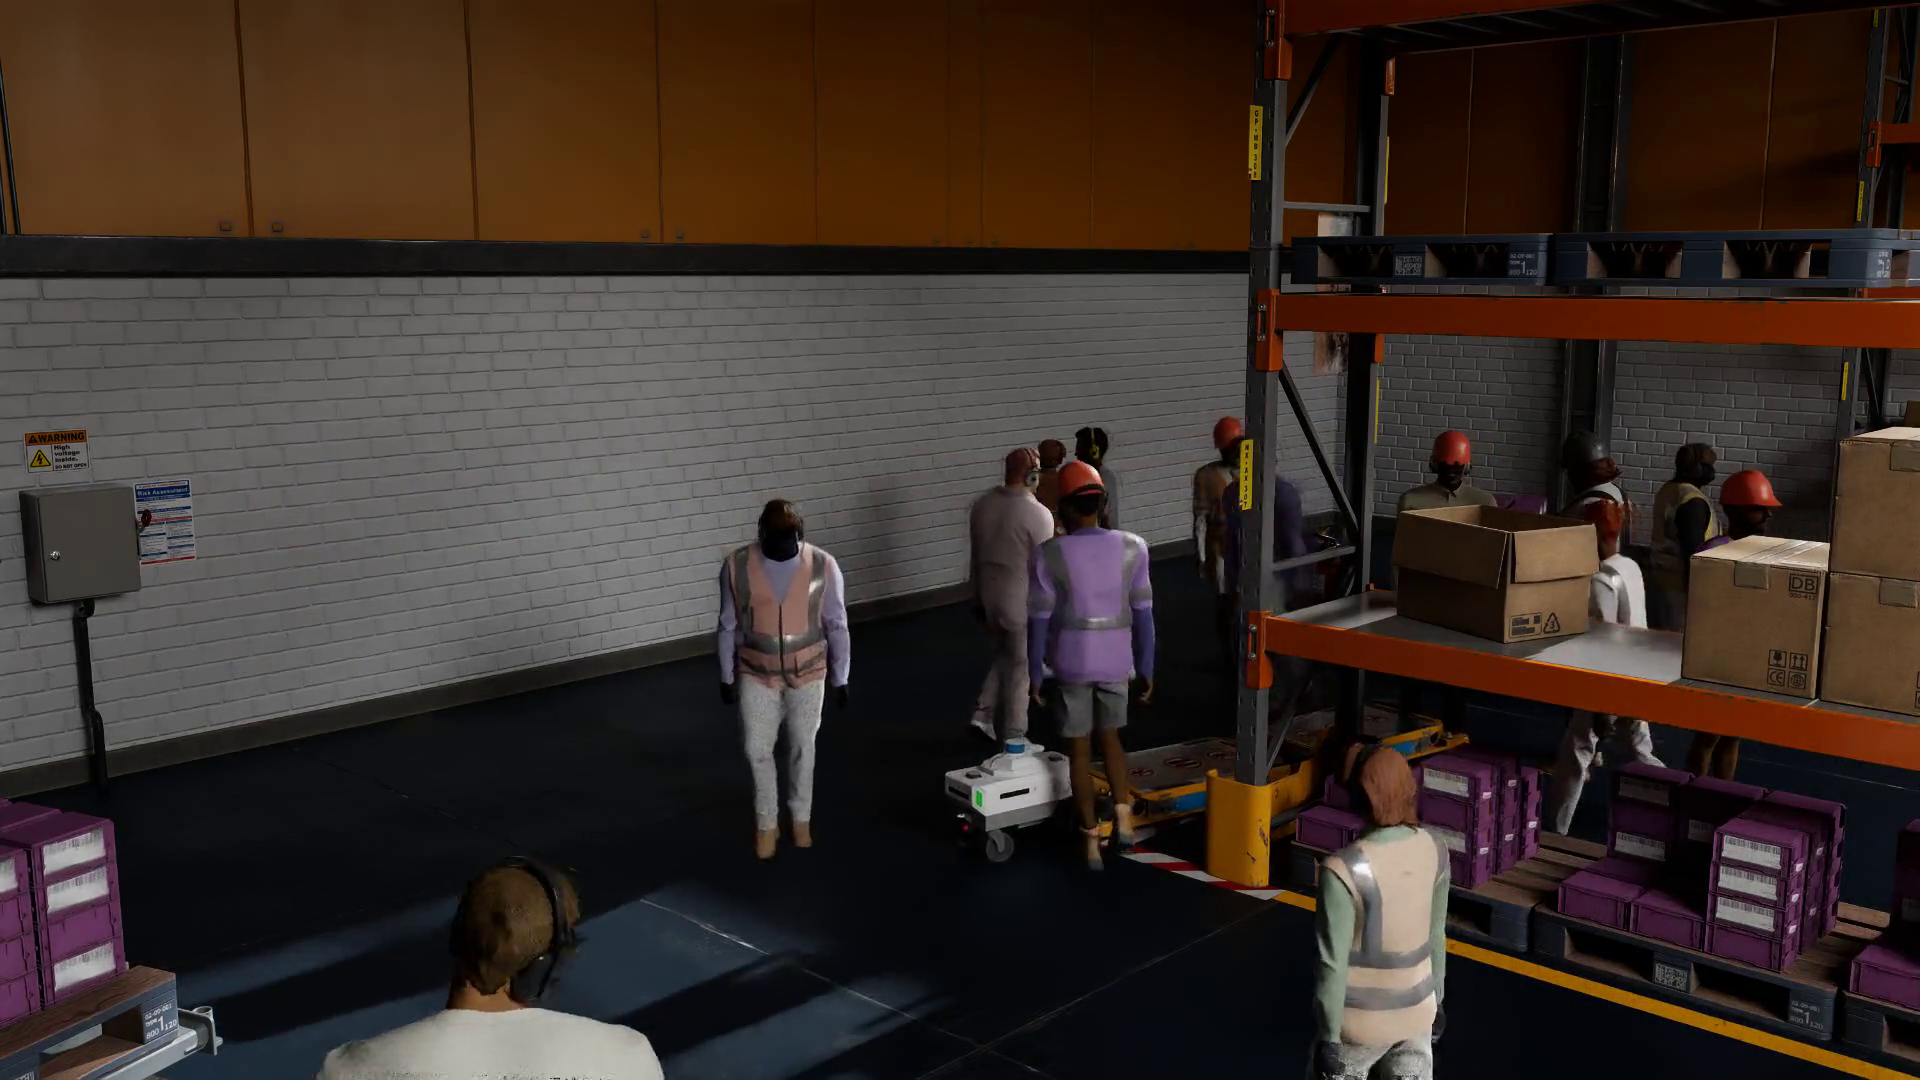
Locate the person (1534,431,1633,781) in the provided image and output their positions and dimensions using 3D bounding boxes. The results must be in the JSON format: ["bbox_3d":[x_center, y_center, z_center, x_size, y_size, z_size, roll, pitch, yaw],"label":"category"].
[{"bbox_3d":[3.580,0.364,9.680,0.535,2.000,0.674,7,11,36],"label":"person"}]

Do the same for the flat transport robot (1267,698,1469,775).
[{"bbox_3d":[2.338,1.199,9.975,1.431,0.197,0.652,-7,11,-36],"label":"flat transport robot"}]

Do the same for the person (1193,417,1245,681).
[{"bbox_3d":[1.936,0.075,11.838,0.562,1.914,0.518,0,9,3],"label":"person"}]

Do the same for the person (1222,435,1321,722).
[{"bbox_3d":[1.963,0.270,10.702,0.555,1.897,0.685,-6,11,-32],"label":"person"}]

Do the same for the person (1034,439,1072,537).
[{"bbox_3d":[0.675,0.039,12.950,0.541,1.638,0.382,5,10,28],"label":"person"}]

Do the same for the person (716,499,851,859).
[{"bbox_3d":[-0.881,0.693,8.356,0.669,1.813,0.586,-1,9,-6],"label":"person"}]

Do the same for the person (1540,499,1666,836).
[{"bbox_3d":[3.251,0.724,8.121,0.965,1.843,0.629,8,12,39],"label":"person"}]

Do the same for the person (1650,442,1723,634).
[{"bbox_3d":[4.712,0.281,10.802,0.429,1.842,0.635,1,9,8],"label":"person"}]

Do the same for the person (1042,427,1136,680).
[{"bbox_3d":[0.865,0.106,11.912,0.909,1.826,0.526,2,10,14],"label":"person"}]

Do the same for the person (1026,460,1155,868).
[{"bbox_3d":[0.630,0.618,8.212,0.646,2.017,0.457,-2,9,-11],"label":"person"}]

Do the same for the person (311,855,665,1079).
[{"bbox_3d":[-0.880,1.503,3.118,0.657,1.904,0.479,-3,10,-20],"label":"person"}]

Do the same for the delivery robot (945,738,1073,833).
[{"bbox_3d":[0.278,1.256,8.468,0.707,0.478,0.477,-6,11,-34],"label":"delivery robot"}]

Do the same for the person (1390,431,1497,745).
[{"bbox_3d":[2.922,0.327,10.052,0.622,1.989,0.399,1,9,5],"label":"person"}]

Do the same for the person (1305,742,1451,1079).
[{"bbox_3d":[1.246,1.384,4.750,0.519,1.611,0.711,-6,11,-32],"label":"person"}]

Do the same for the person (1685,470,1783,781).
[{"bbox_3d":[3.960,0.605,8.506,0.545,1.942,0.354,-6,11,-32],"label":"person"}]

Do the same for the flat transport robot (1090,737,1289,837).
[{"bbox_3d":[1.163,1.333,9.148,1.431,0.197,0.652,-6,11,-31],"label":"flat transport robot"}]

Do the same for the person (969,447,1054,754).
[{"bbox_3d":[0.351,0.382,10.050,0.411,1.889,0.659,-8,12,-39],"label":"person"}]
